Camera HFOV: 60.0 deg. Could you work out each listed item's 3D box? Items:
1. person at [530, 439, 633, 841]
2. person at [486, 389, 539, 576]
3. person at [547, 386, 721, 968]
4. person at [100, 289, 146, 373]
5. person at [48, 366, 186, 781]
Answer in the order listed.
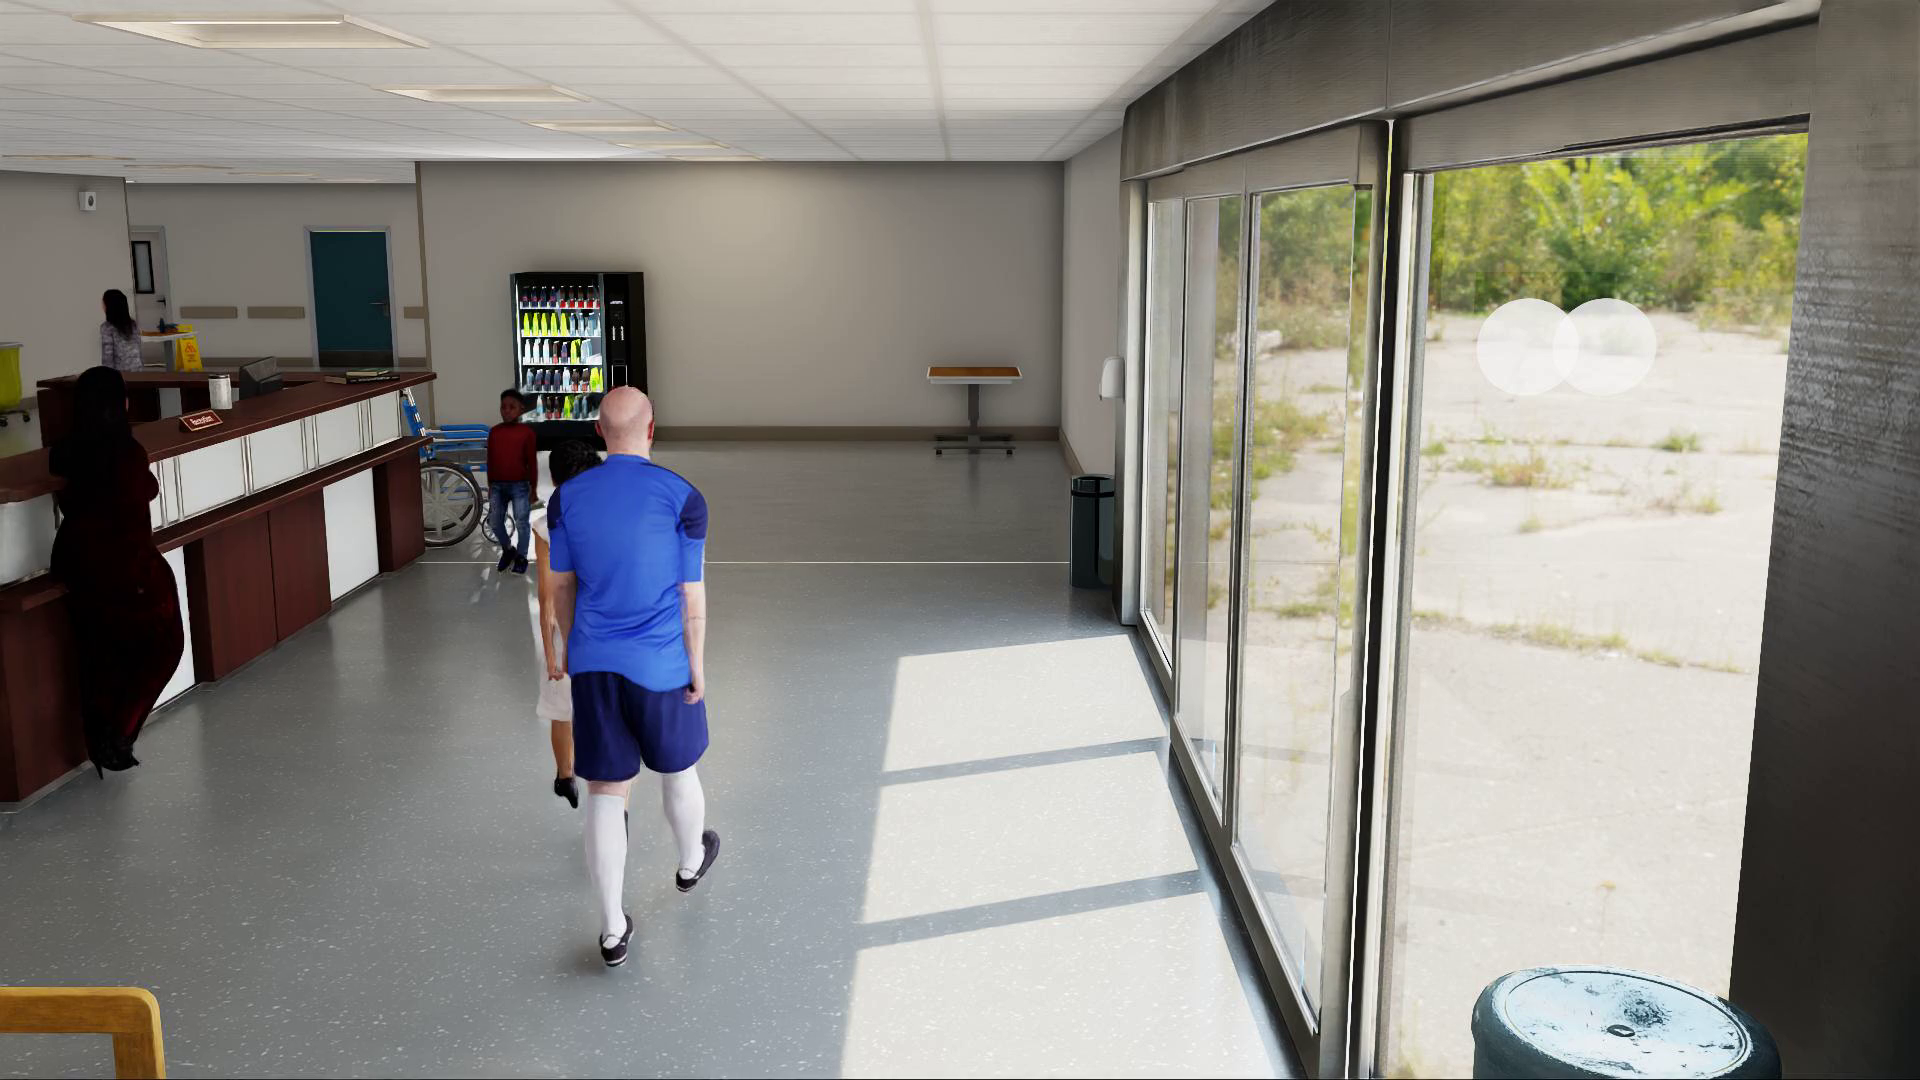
[{"bbox_3d":[-1.353,0.424,6.199,1.021,1.507,0.890,-5,12,-24],"label":"person"},{"bbox_3d":[-3.002,-0.396,11.211,0.484,1.249,0.596,1,11,7],"label":"person"},{"bbox_3d":[-1.061,0.450,5.266,0.989,1.803,0.753,0,11,0],"label":"person"},{"bbox_3d":[-7.856,-1.501,15.777,0.937,1.718,0.812,5,12,24],"label":"person"},{"bbox_3d":[-3.608,0.169,6.904,0.728,1.746,0.815,4,11,19],"label":"person"}]
